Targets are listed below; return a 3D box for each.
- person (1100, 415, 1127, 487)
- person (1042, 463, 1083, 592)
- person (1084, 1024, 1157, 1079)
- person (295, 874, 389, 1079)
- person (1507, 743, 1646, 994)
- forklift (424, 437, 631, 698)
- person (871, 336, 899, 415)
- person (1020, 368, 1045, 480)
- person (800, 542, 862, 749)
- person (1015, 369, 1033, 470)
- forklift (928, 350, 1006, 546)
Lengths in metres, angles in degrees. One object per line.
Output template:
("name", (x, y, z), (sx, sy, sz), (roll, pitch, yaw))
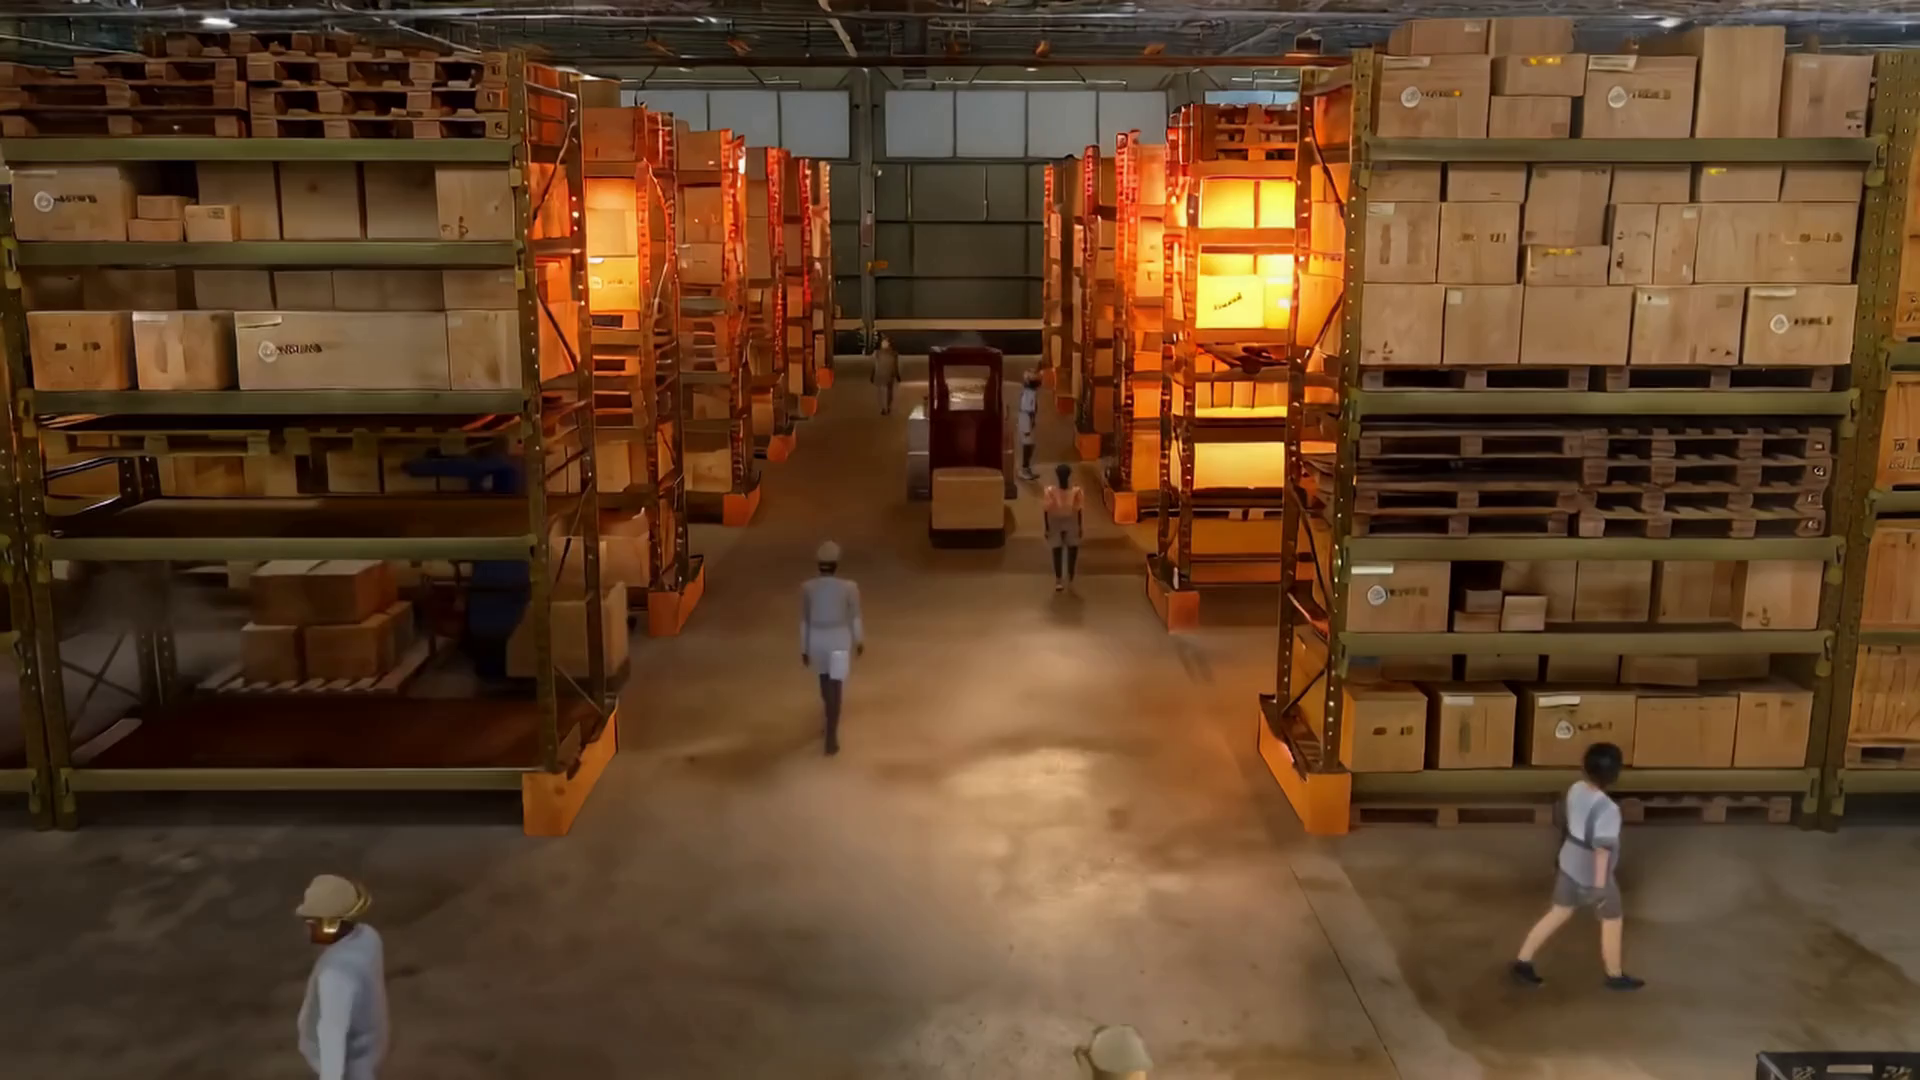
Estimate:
("person", (2.829, -1.613, 28.884), (0.772, 1.601, 0.509), (0, 11, -1))
("person", (1.328, -0.155, 21.429), (0.550, 1.678, 0.477), (-1, 11, -3))
("person", (0.693, 2.788, 6.753), (0.864, 1.731, 0.533), (1, 11, 3))
("person", (-2.911, 2.481, 8.086), (0.769, 1.809, 0.599), (-1, 11, -7))
("person", (3.912, 2.071, 10.479), (0.855, 1.663, 0.550), (-2, 12, -7))
("forklift", (-4.390, 0.181, 16.802), (1.873, 2.768, 1.129), (0, 11, -1))
("person", (-1.780, -3.913, 39.638), (0.660, 1.866, 0.973), (-1, 11, -6))
("person", (1.318, -2.122, 30.334), (0.448, 2.029, 0.711), (0, 11, 2))
("person", (-1.203, 0.960, 15.442), (0.549, 1.888, 1.027), (1, 11, 5))
("person", (1.240, -2.283, 31.485), (0.396, 1.900, 0.636), (-1, 11, -4))
("forklift", (0.100, -1.419, 24.730), (1.129, 2.768, 1.873), (0, 11, -2))
